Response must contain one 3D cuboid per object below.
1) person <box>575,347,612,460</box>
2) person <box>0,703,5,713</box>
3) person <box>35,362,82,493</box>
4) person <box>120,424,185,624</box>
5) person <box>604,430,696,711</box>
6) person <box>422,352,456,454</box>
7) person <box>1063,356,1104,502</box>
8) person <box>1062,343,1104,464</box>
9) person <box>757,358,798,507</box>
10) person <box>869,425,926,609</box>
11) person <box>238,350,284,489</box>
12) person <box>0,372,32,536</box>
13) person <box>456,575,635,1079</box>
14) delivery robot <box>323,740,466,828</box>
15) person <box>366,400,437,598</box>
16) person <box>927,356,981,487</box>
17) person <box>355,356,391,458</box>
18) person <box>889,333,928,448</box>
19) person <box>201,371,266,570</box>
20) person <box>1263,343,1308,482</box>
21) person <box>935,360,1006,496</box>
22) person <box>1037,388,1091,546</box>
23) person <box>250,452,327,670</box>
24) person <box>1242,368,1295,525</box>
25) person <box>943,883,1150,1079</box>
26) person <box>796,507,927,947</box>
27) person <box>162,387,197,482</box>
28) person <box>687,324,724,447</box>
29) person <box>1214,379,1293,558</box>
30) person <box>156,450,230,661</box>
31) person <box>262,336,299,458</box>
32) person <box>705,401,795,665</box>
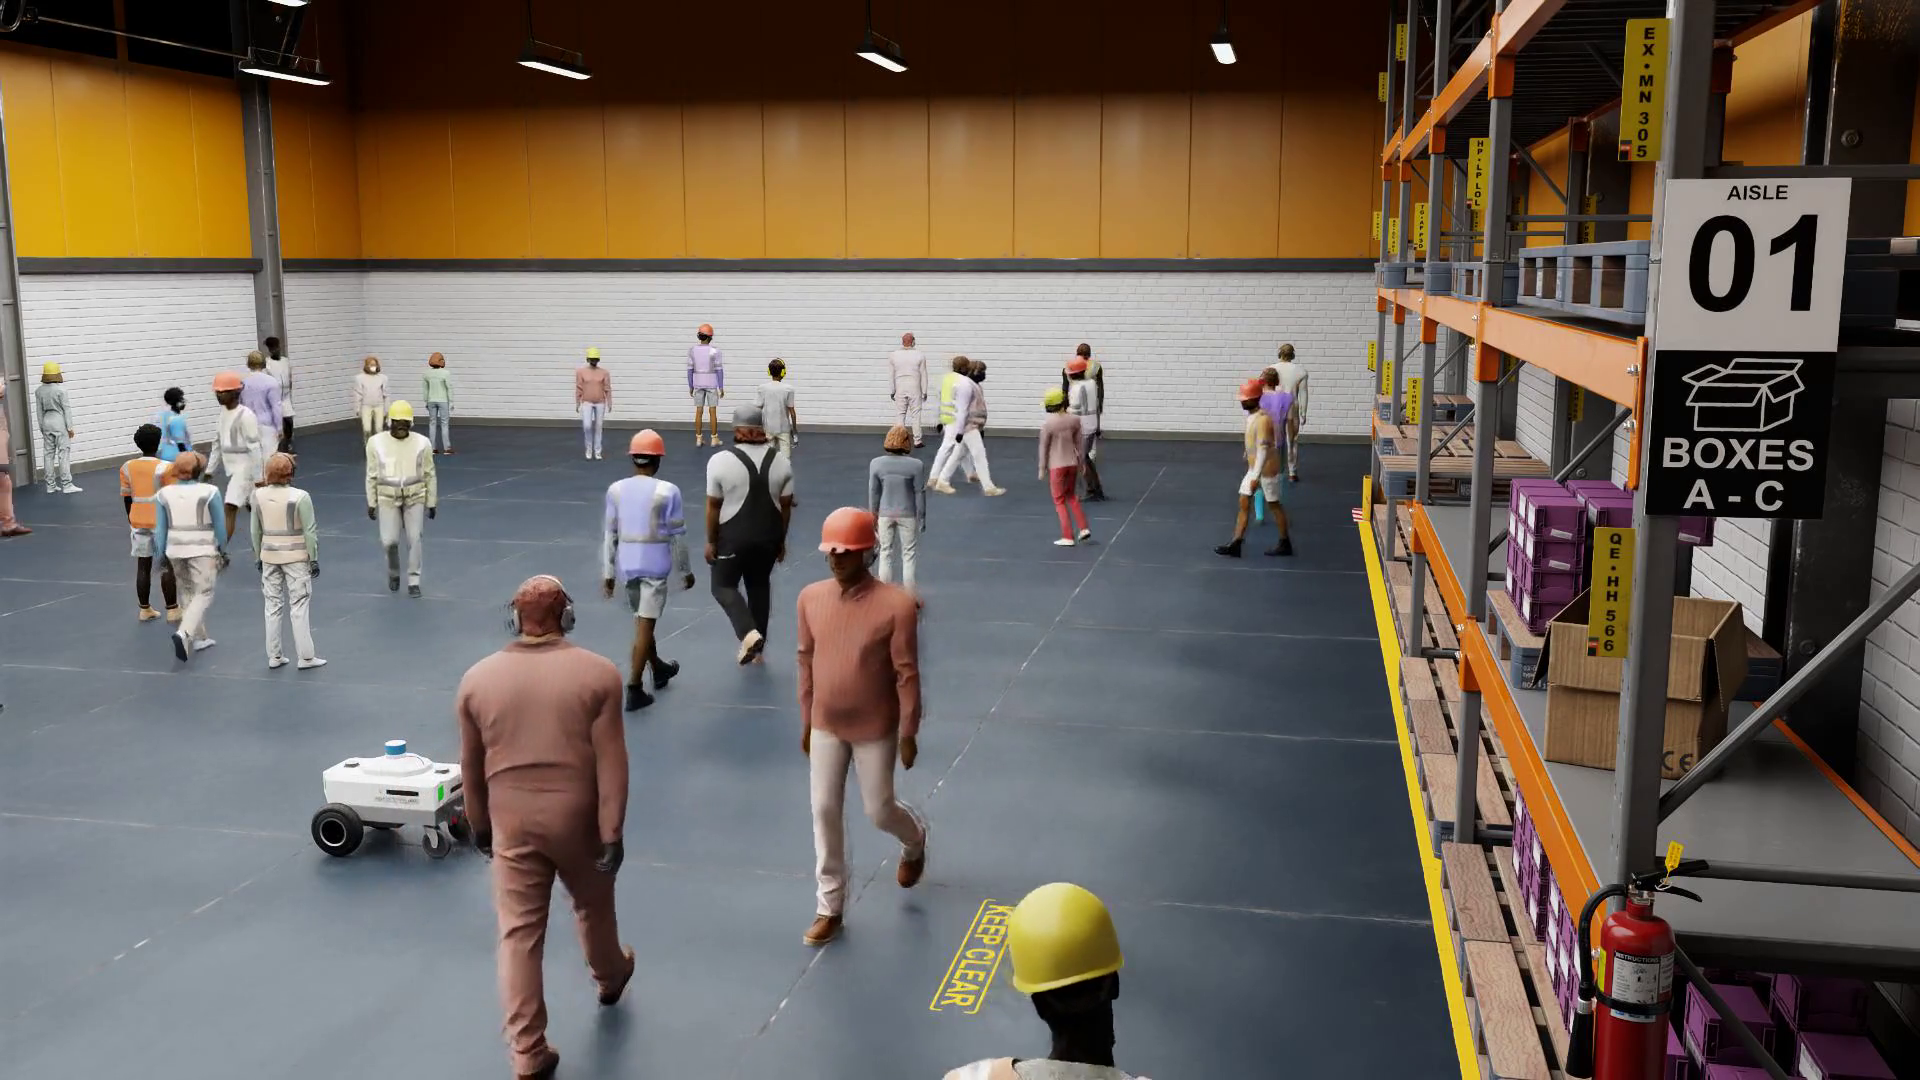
[{"bbox_3d":[-5.661,-2.107,25.752,0.554,1.747,0.481,-3,10,-18],"label":"person"},{"bbox_3d":[-6.686,0.313,11.051,0.615,1.804,0.603,9,13,44],"label":"person"},{"bbox_3d":[-12.007,-1.496,22.115,0.493,1.745,0.294,2,10,11],"label":"person"},{"bbox_3d":[-6.795,-0.134,14.051,0.541,1.698,0.315,2,10,11],"label":"person"},{"bbox_3d":[-2.124,0.180,11.583,0.554,1.892,0.948,4,10,21],"label":"person"},{"bbox_3d":[-8.326,-2.181,26.576,0.507,1.632,0.273,2,10,11],"label":"person"},{"bbox_3d":[1.560,-1.405,21.163,0.390,1.876,0.637,6,11,31],"label":"person"},{"bbox_3d":[1.872,-2.061,25.242,0.636,1.841,0.429,2,10,11],"label":"person"},{"bbox_3d":[-2.271,-1.330,20.743,0.532,1.870,0.315,2,10,11],"label":"person"},{"bbox_3d":[-0.543,-0.188,14.568,0.507,1.632,0.273,2,10,11],"label":"person"},{"bbox_3d":[-8.917,-1.443,21.207,0.635,1.939,0.359,2,10,11],"label":"person"},{"bbox_3d":[-10.603,-0.923,18.289,0.812,1.866,0.660,-8,13,-41],"label":"person"},{"bbox_3d":[-1.568,1.058,6.413,0.671,1.844,1.044,0,9,0],"label":"person"},{"bbox_3d":[-2.922,1.286,8.651,0.707,0.478,0.477,2,10,12],"label":"delivery robot"},{"bbox_3d":[-5.064,-0.371,15.120,0.614,1.812,0.429,-4,10,-22],"label":"person"},{"bbox_3d":[-0.064,-1.618,22.752,0.988,1.790,0.609,-5,11,-28],"label":"person"},{"bbox_3d":[-9.052,-2.028,25.678,0.519,1.617,0.369,-5,10,-26],"label":"person"},{"bbox_3d":[-0.842,-2.471,27.501,0.652,1.906,0.409,2,10,11],"label":"person"},{"bbox_3d":[-7.211,-0.683,16.504,1.067,1.983,0.630,-9,13,-43],"label":"person"},{"bbox_3d":[4.524,-1.770,23.179,0.635,1.938,0.359,2,10,11],"label":"person"},{"bbox_3d":[0.100,-1.466,21.851,0.962,1.795,0.631,1,10,8],"label":"person"},{"bbox_3d":[1.101,-0.778,17.879,0.616,1.722,0.357,-7,12,-35],"label":"person"},{"bbox_3d":[-5.040,0.160,12.444,0.523,1.642,0.306,2,10,11],"label":"person"},{"bbox_3d":[3.606,-1.075,19.348,0.607,1.832,0.382,1,9,5],"label":"person"},{"bbox_3d":[0.234,1.592,3.156,0.628,1.870,0.977,4,10,20],"label":"person"},{"bbox_3d":[-0.437,0.804,7.606,0.611,1.974,0.786,4,10,24],"label":"person"},{"bbox_3d":[-8.855,-0.909,18.853,0.355,1.660,0.607,-4,10,-23],"label":"person"},{"bbox_3d":[-4.220,-2.571,27.687,0.615,2.044,0.369,2,10,11],"label":"person"},{"bbox_3d":[3.048,-0.722,17.085,0.971,1.861,0.555,-2,10,-15],"label":"person"},{"bbox_3d":[-5.939,0.116,12.795,0.512,1.609,0.732,0,9,2],"label":"person"},{"bbox_3d":[-10.603,-2.198,25.800,0.720,1.917,0.620,8,12,40],"label":"person"},{"bbox_3d":[-1.592,-0.048,12.502,0.690,2.000,0.631,-6,11,-32],"label":"person"}]
